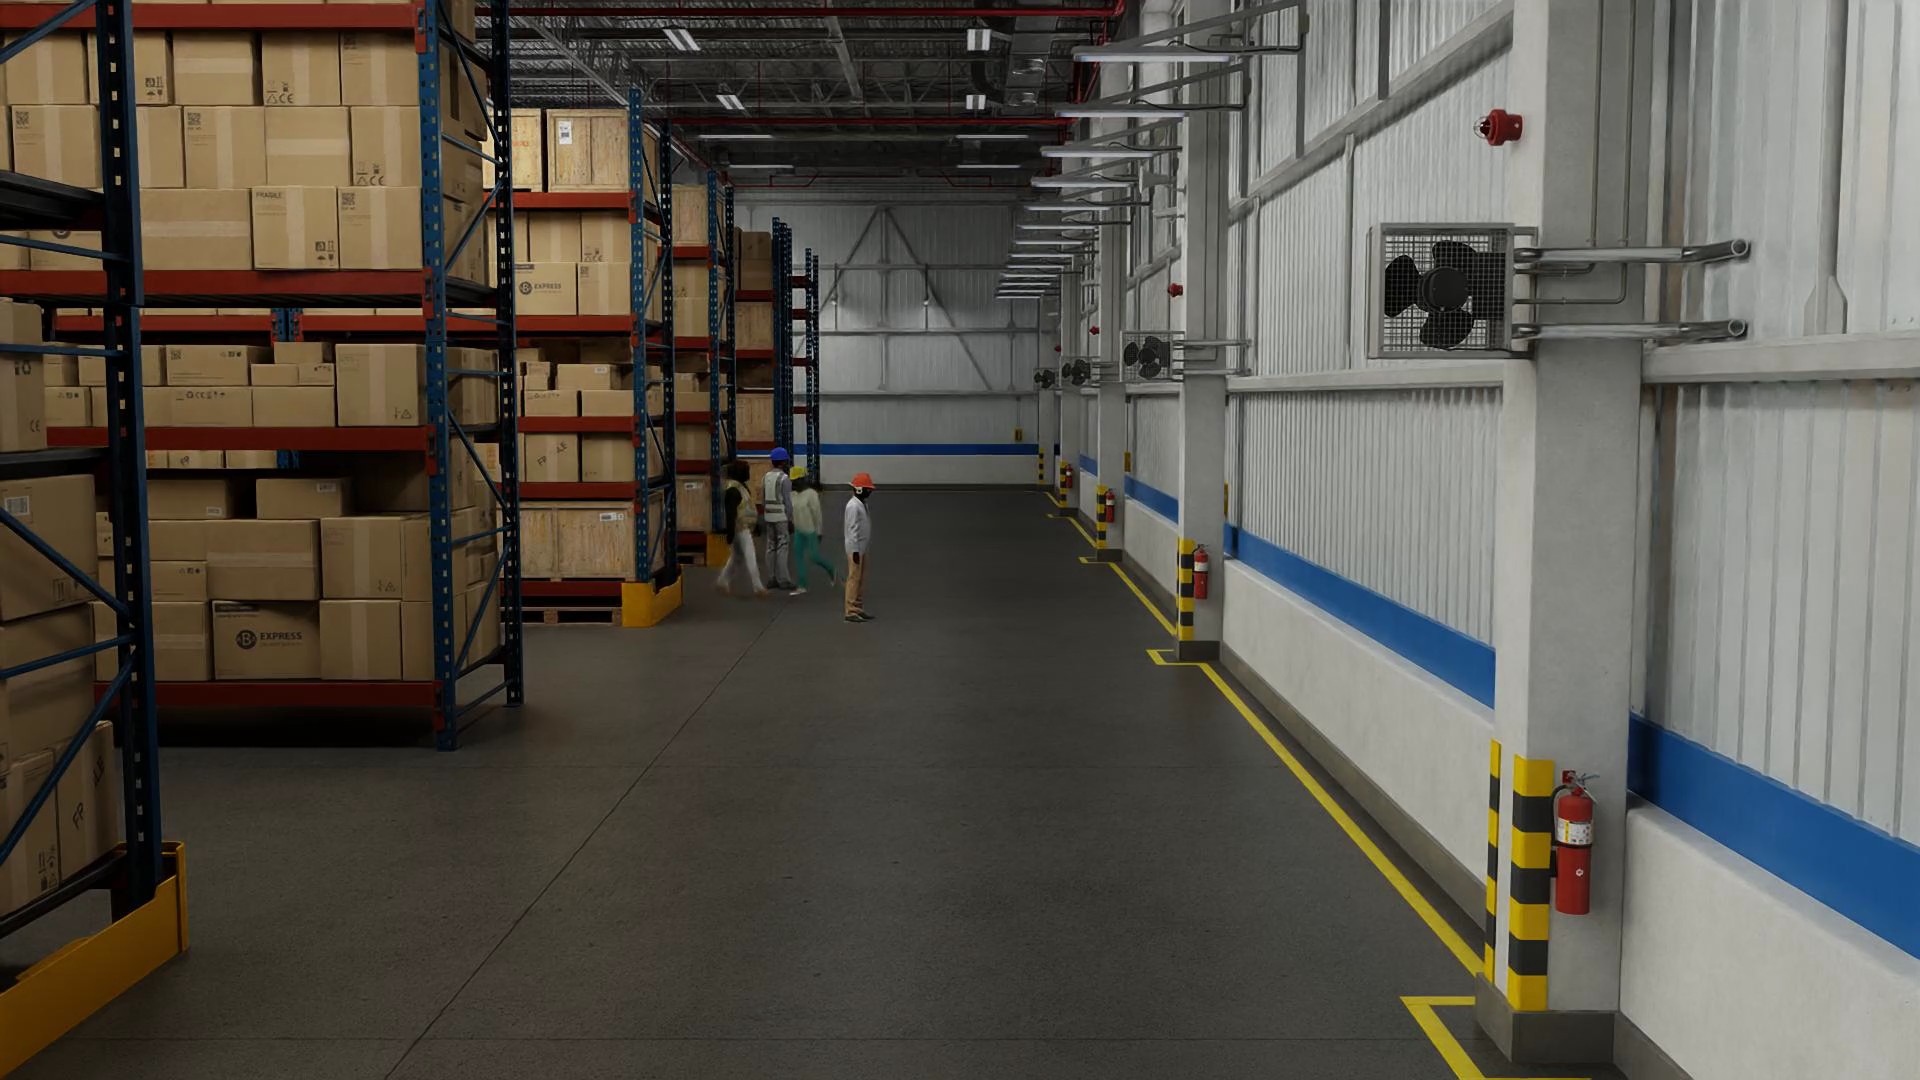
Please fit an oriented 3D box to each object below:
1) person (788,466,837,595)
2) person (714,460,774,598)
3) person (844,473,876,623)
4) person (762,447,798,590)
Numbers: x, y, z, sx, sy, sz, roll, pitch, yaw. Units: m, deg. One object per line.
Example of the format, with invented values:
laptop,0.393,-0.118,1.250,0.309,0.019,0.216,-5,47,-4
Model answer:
person,-1.993,-0.132,22.093,0.536,1.734,0.676,4,7,41
person,-2.859,-0.147,21.772,0.832,1.813,0.628,0,5,4
person,-1.158,0.090,19.429,0.349,1.743,0.571,1,5,13
person,-2.458,-0.289,22.635,0.383,1.951,0.605,-5,7,-43
